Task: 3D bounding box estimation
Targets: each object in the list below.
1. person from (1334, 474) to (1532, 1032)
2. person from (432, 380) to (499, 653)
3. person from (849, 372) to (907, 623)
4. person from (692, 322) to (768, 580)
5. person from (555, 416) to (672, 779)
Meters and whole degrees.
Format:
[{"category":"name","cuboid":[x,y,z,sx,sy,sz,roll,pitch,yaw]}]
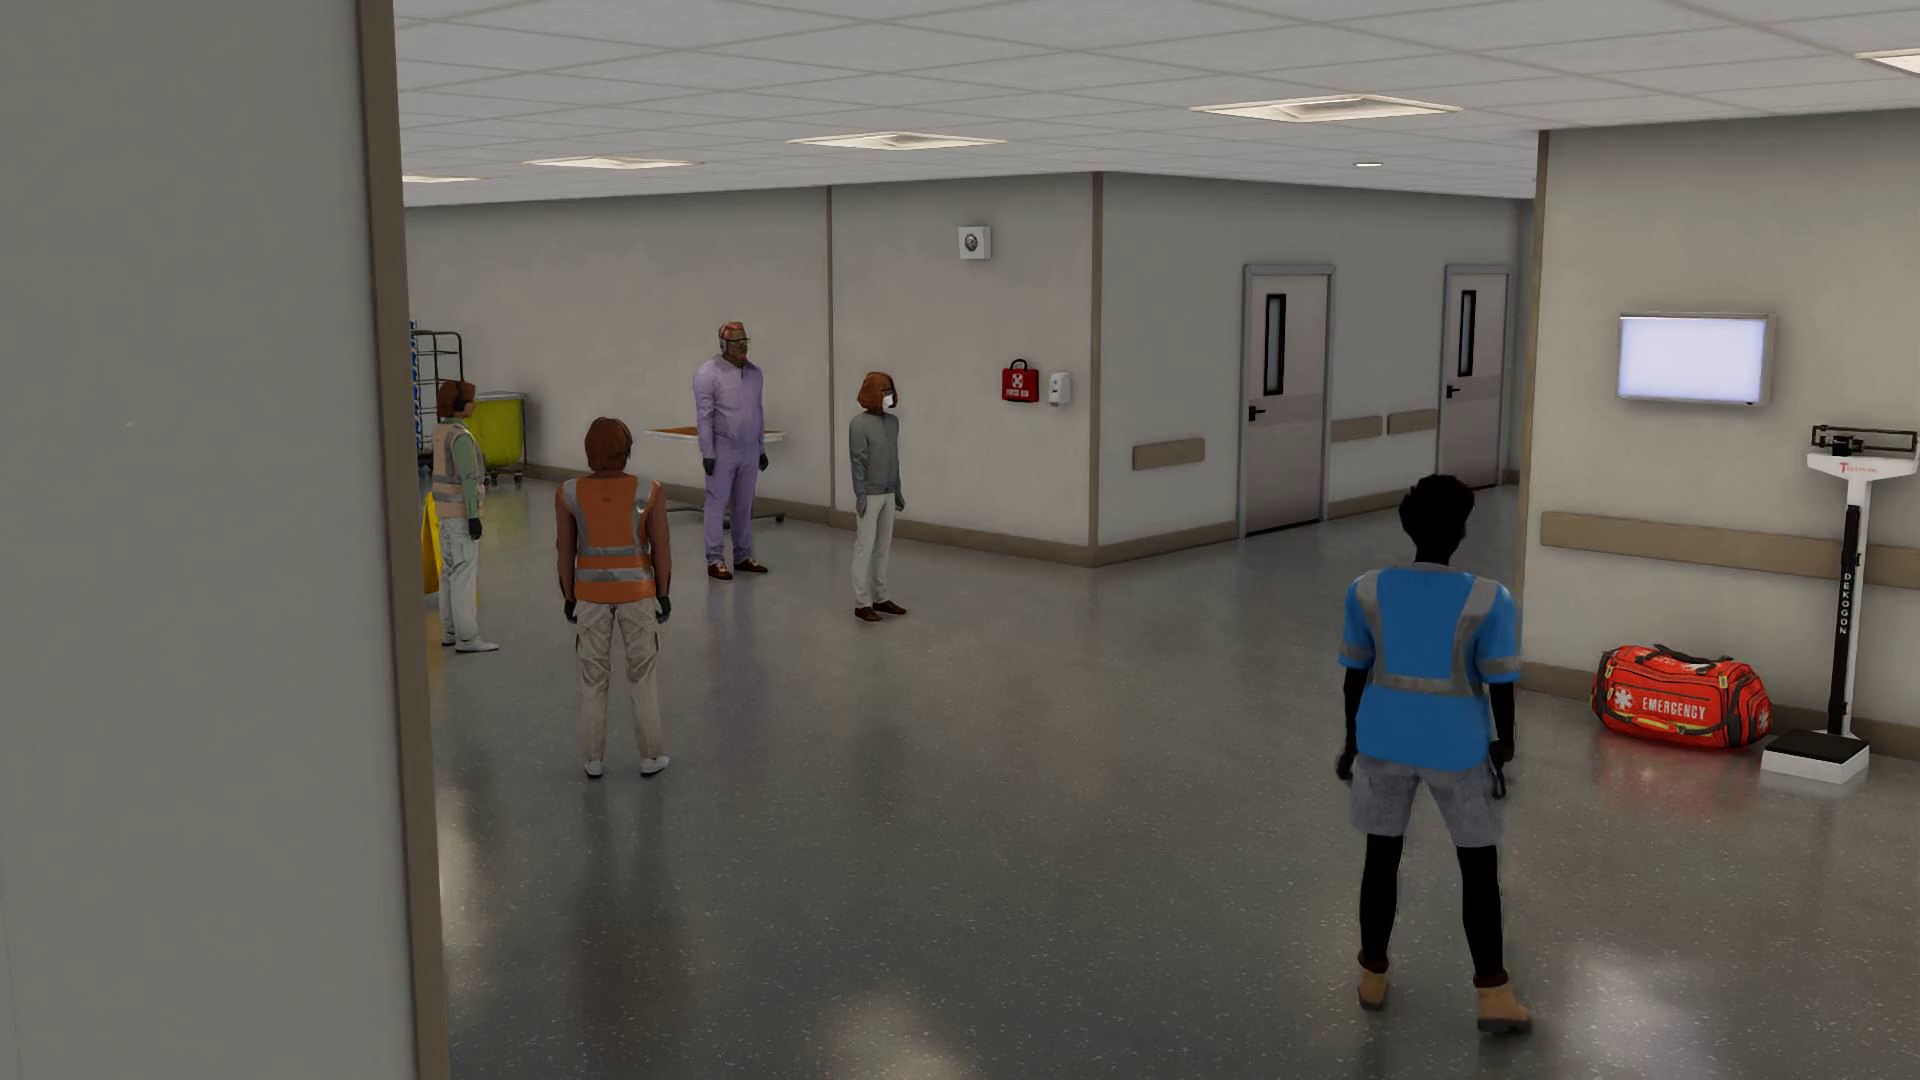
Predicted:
[{"category":"person","cuboid":[1.428,0.637,5.103,0.607,1.688,0.322,5,11,30]},{"category":"person","cuboid":[-3.009,-0.142,10.015,0.306,1.637,0.523,-6,11,-34]},{"category":"person","cuboid":[-0.539,-0.288,10.920,0.285,1.633,0.500,6,11,31]},{"category":"person","cuboid":[-1.678,-0.672,12.441,0.401,1.910,0.642,8,12,40]},{"category":"person","cuboid":[-1.551,0.266,7.496,0.511,1.644,0.307,-1,9,-4]}]
